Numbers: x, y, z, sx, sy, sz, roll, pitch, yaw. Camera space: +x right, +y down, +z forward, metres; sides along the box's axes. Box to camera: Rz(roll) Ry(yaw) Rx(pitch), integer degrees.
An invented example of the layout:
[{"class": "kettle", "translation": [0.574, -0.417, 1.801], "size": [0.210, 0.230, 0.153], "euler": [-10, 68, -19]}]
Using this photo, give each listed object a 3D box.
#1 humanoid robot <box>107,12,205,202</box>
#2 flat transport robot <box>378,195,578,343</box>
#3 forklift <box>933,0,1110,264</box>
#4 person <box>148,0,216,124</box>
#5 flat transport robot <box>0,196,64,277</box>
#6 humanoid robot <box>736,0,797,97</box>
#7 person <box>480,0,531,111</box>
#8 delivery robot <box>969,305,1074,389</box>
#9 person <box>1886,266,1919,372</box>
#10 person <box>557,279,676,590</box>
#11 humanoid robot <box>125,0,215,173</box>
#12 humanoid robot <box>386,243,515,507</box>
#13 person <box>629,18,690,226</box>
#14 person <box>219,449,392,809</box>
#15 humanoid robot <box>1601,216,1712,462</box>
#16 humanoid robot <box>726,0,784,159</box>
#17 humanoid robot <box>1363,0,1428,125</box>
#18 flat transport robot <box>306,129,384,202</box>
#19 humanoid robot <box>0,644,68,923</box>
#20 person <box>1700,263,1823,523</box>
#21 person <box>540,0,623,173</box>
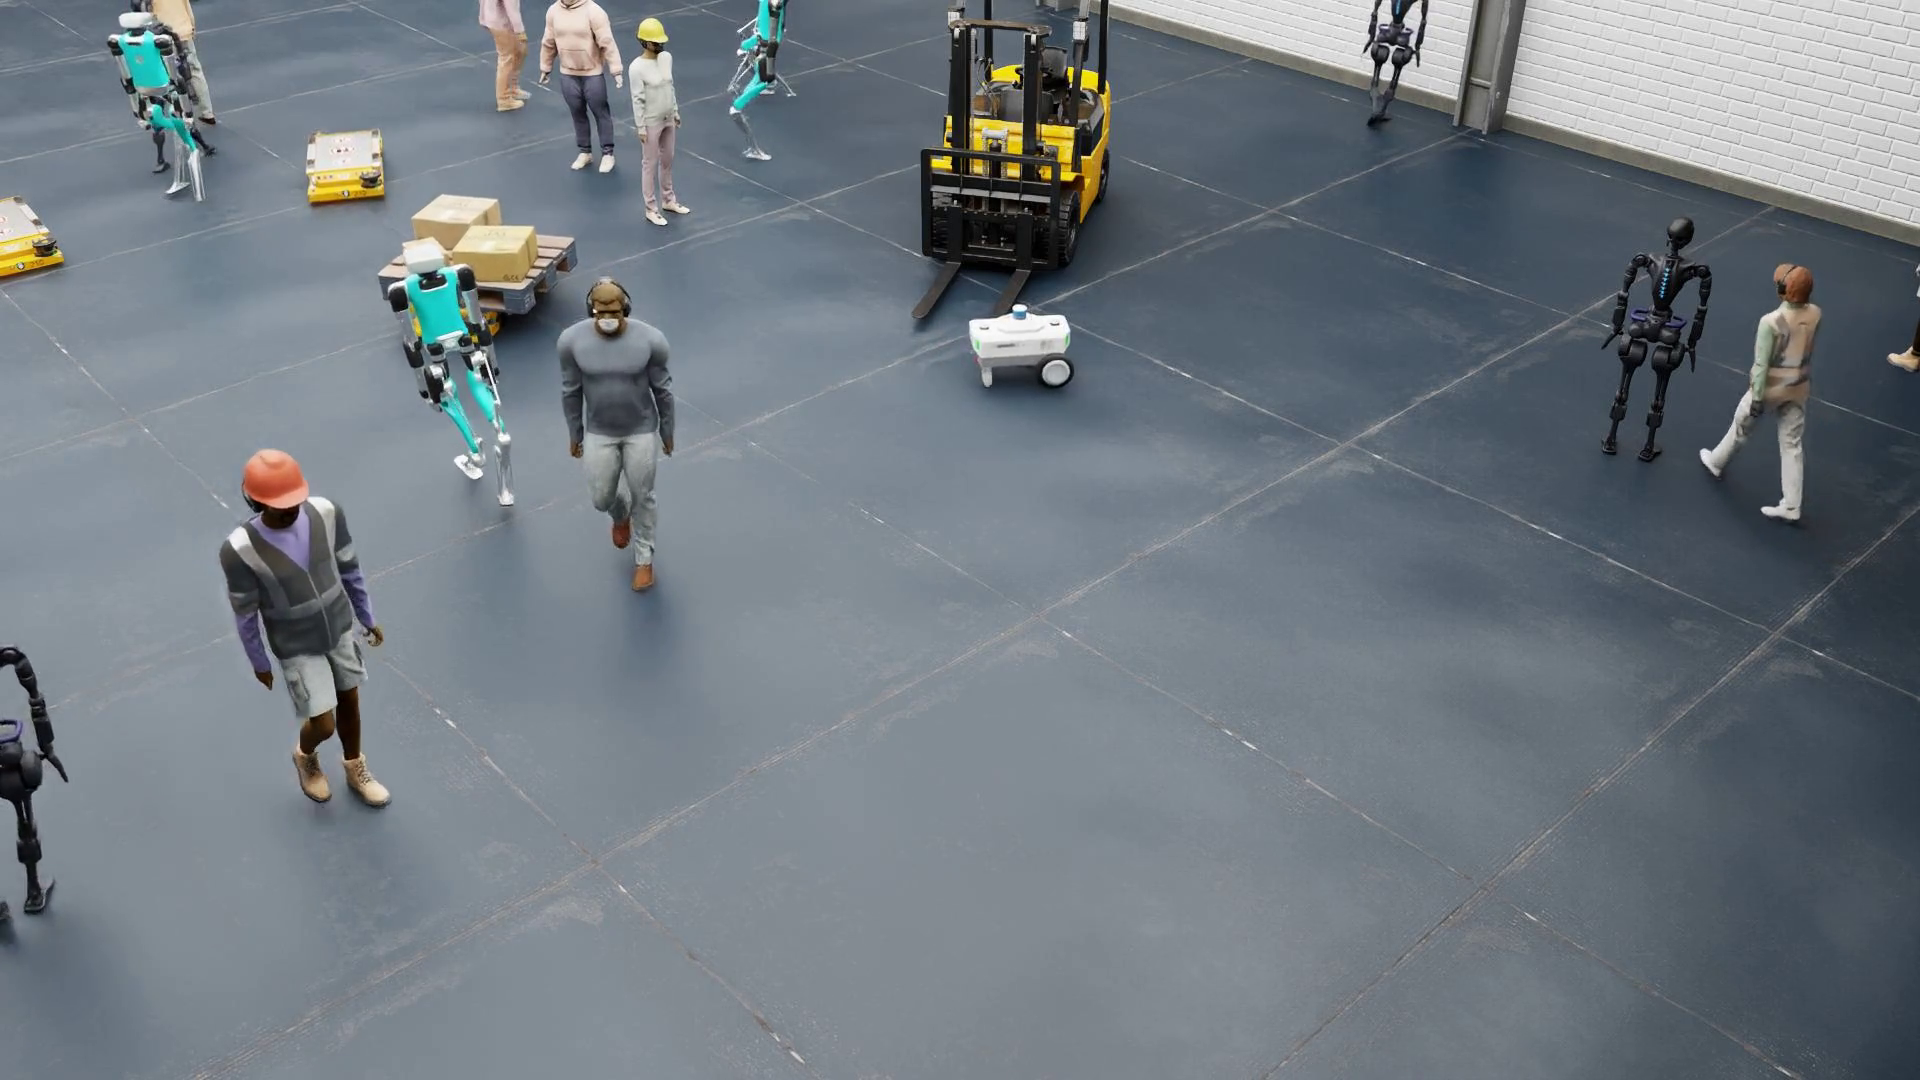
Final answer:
[{"class": "humanoid robot", "translation": [-6.997, -3.828, 14.776], "size": [0.531, 1.846, 0.799], "euler": [0, 33, 0]}, {"class": "flat transport robot", "translation": [-3.768, -1.955, 13.177], "size": [0.659, 0.231, 1.431], "euler": [7, 34, 11]}, {"class": "forklift", "translation": [0.570, -3.725, 14.138], "size": [1.214, 2.155, 2.313], "euler": [9, 34, 13]}, {"class": "person", "translation": [-7.745, -4.961, 16.336], "size": [0.393, 1.872, 0.559], "euler": [22, 39, 29]}, {"class": "flat transport robot", "translation": [-8.174, -2.584, 14.144], "size": [0.659, 0.231, 1.431], "euler": [-23, 40, -31]}, {"class": "humanoid robot", "translation": [-2.032, -5.341, 17.070], "size": [0.808, 1.794, 0.541], "euler": [-5, 33, -8]}, {"class": "person", "translation": [-4.607, -5.208, 16.830], "size": [0.481, 1.744, 0.597], "euler": [-13, 35, -19]}, {"class": "delivery robot", "translation": [0.448, -1.426, 12.096], "size": [0.755, 0.587, 0.525], "euler": [-4, 33, -7]}, {"class": "person", "translation": [7.132, -2.017, 11.961], "size": [0.532, 1.697, 0.322], "euler": [-10, 34, -15]}, {"class": "person", "translation": [-1.951, -0.635, 9.627], "size": [0.644, 1.928, 0.516], "euler": [-3, 33, -4]}, {"class": "humanoid robot", "translation": [-7.410, -4.295, 15.533], "size": [0.608, 1.648, 0.662], "euler": [4, 33, 7]}, {"class": "humanoid robot", "translation": [-3.066, -0.923, 10.276], "size": [0.582, 1.756, 1.040], "euler": [-18, 37, -26]}, {"class": "person", "translation": [-2.593, -3.613, 14.355], "size": [0.323, 1.765, 0.533], "euler": [18, 37, 25]}, {"class": "person", "translation": [-3.037, 0.457, 7.865], "size": [0.433, 2.031, 0.607], "euler": [22, 39, 30]}, {"class": "humanoid robot", "translation": [4.541, -1.327, 10.908], "size": [0.599, 1.657, 0.315], "euler": [17, 37, 25]}, {"class": "humanoid robot", "translation": [-1.969, -4.419, 15.614], "size": [0.745, 1.778, 0.558], "euler": [-7, 34, -11]}, {"class": "humanoid robot", "translation": [4.272, -4.906, 16.440], "size": [0.594, 1.634, 0.488], "euler": [14, 36, 20]}, {"class": "flat transport robot", "translation": [-5.759, -3.526, 15.592], "size": [0.659, 0.231, 1.431], "euler": [-9, 34, -14]}, {"class": "humanoid robot", "translation": [-4.336, 0.986, 7.379], "size": [0.613, 1.633, 0.378], "euler": [-11, 35, -16]}, {"class": "person", "translation": [5.121, -0.935, 10.410], "size": [0.514, 1.571, 0.899], "euler": [-9, 34, -14]}, {"class": "person", "translation": [-3.493, -4.355, 15.415], "size": [0.814, 1.856, 0.437], "euler": [7, 34, 10]}]
